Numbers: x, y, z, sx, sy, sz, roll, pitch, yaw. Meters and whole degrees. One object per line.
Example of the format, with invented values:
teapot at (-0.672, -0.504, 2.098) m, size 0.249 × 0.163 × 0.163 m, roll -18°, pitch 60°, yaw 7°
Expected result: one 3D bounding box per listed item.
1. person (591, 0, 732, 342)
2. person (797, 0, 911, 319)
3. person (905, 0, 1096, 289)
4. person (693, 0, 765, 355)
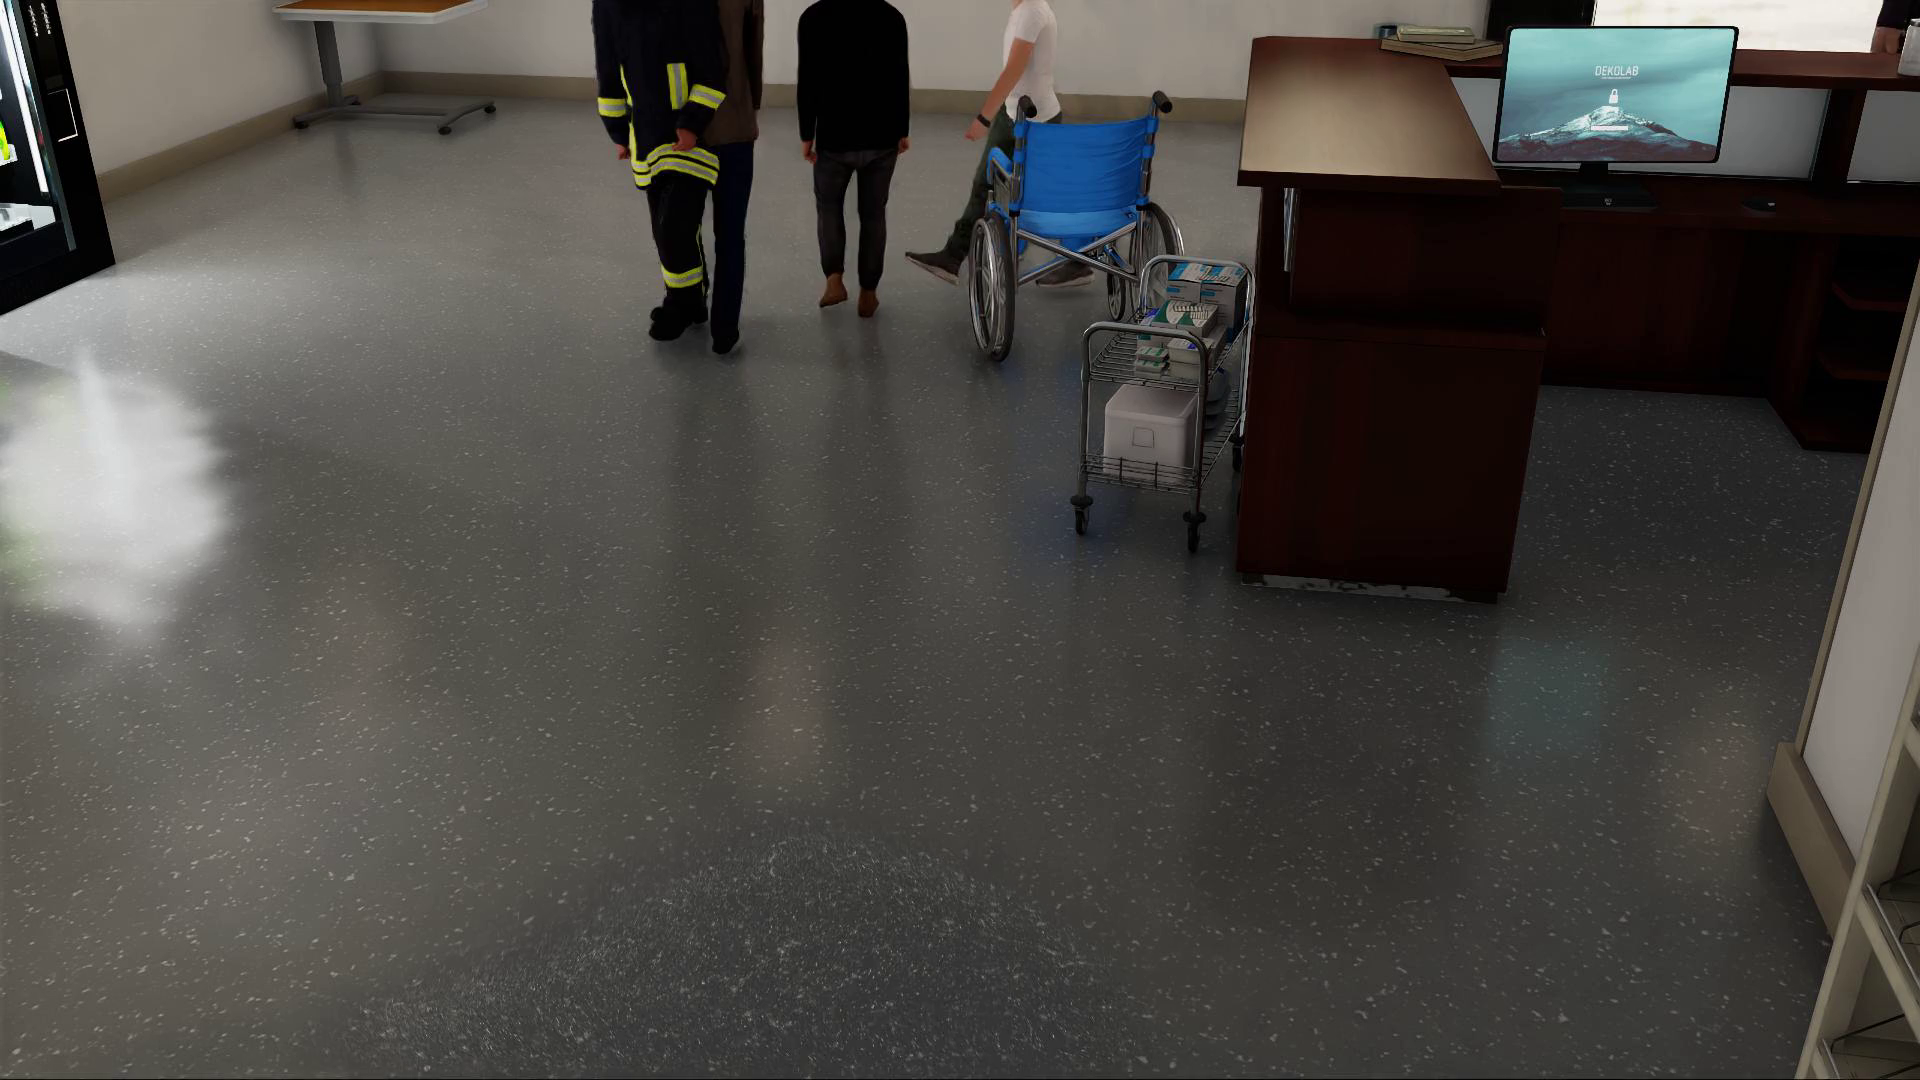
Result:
person at (-1.169, -1.755, 7.063) m, size 0.902 × 1.870 × 0.936 m, roll 15°, pitch 29°, yaw 28°
person at (-0.454, -1.804, 7.341) m, size 0.719 × 1.716 × 0.678 m, roll -2°, pitch 26°, yaw -5°
person at (0.398, -1.901, 7.671) m, size 0.960 × 1.604 × 1.142 m, roll -6°, pitch 26°, yaw -13°
person at (-1.047, -1.691, 6.937) m, size 0.759 × 1.864 × 0.925 m, roll -1°, pitch 26°, yaw -2°
